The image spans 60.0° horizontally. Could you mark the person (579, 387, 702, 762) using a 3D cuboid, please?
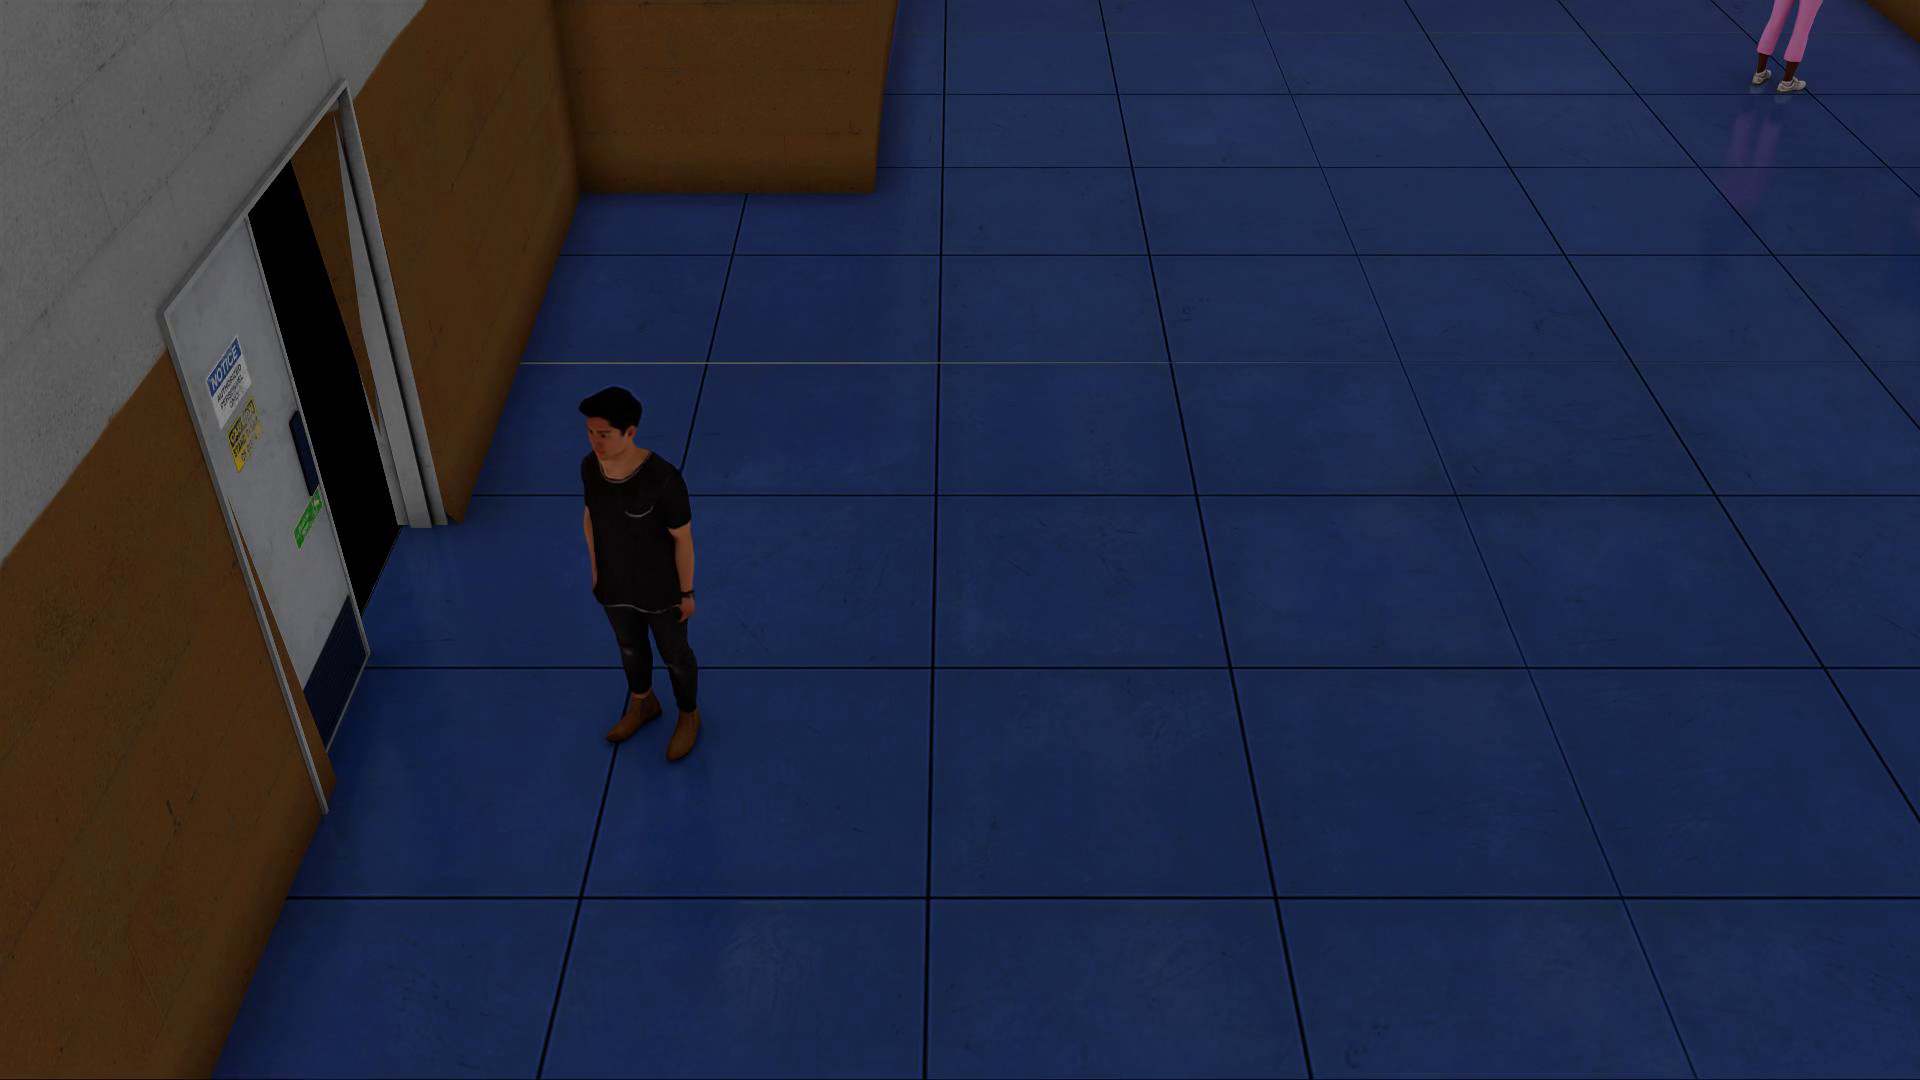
[{"bbox_3d":[-1.262,0.129,6.610,0.628,1.715,0.766,15,40,19],"label":"person"}]

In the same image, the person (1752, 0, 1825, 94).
[{"bbox_3d":[6.309,-4.228,12.393,0.695,1.742,0.654,-26,44,-30],"label":"person"}]
